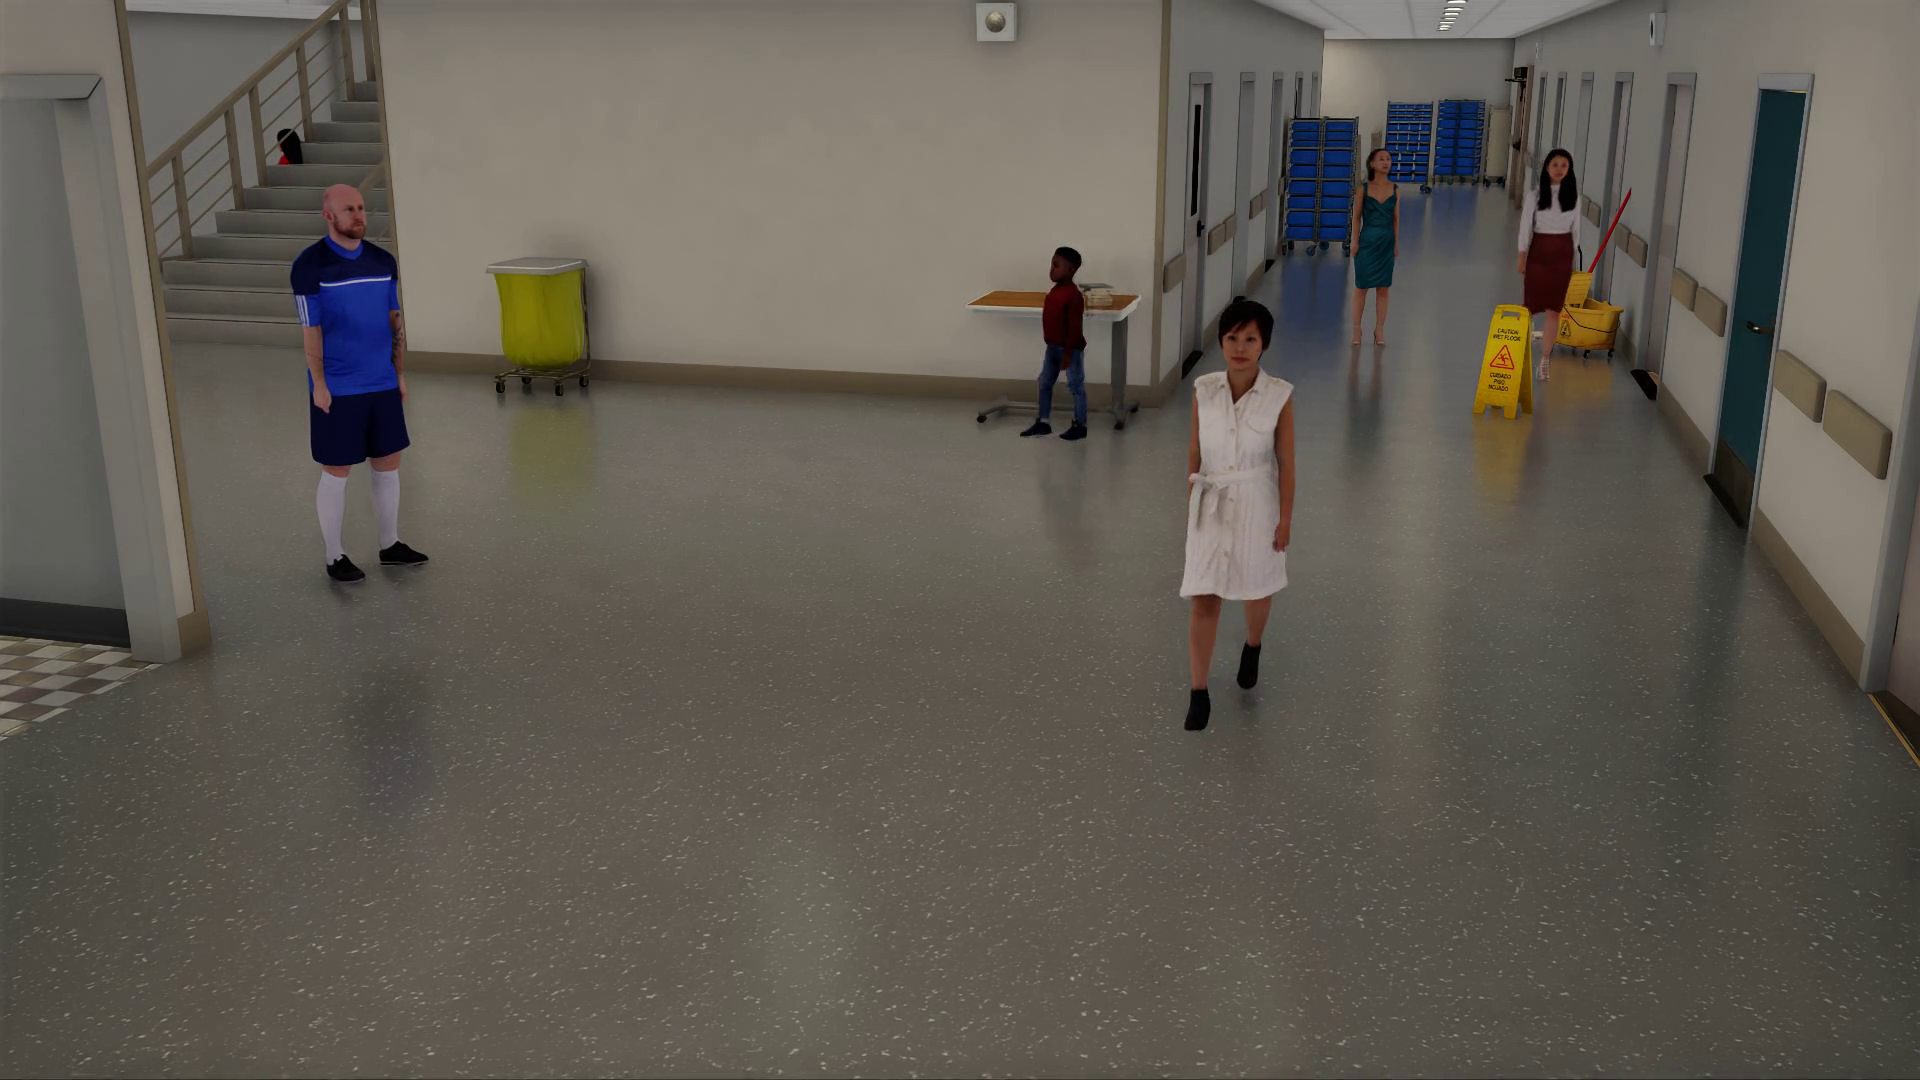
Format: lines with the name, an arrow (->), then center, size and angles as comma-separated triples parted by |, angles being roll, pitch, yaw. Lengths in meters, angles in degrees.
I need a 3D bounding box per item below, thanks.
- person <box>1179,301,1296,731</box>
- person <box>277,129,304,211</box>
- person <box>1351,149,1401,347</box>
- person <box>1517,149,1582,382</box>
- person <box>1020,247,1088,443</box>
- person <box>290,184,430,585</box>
person -> 1.033, -0.095, 6.095 | 0.571, 1.506, 1.008 | 5, 16, 17
person -> -6.904, -3.386, 17.321 | 0.699, 1.748, 0.579 | 2, 16, 7
person -> 3.590, -2.518, 14.365 | 0.602, 1.681, 0.570 | 1, 16, 3
person -> 4.528, -2.114, 12.844 | 0.672, 1.729, 1.016 | 2, 16, 8
person -> 0.732, -1.249, 10.673 | 0.758, 1.241, 0.703 | -8, 18, -27
person -> -2.813, -0.727, 7.721 | 0.800, 1.839, 0.638 | 11, 19, 35
